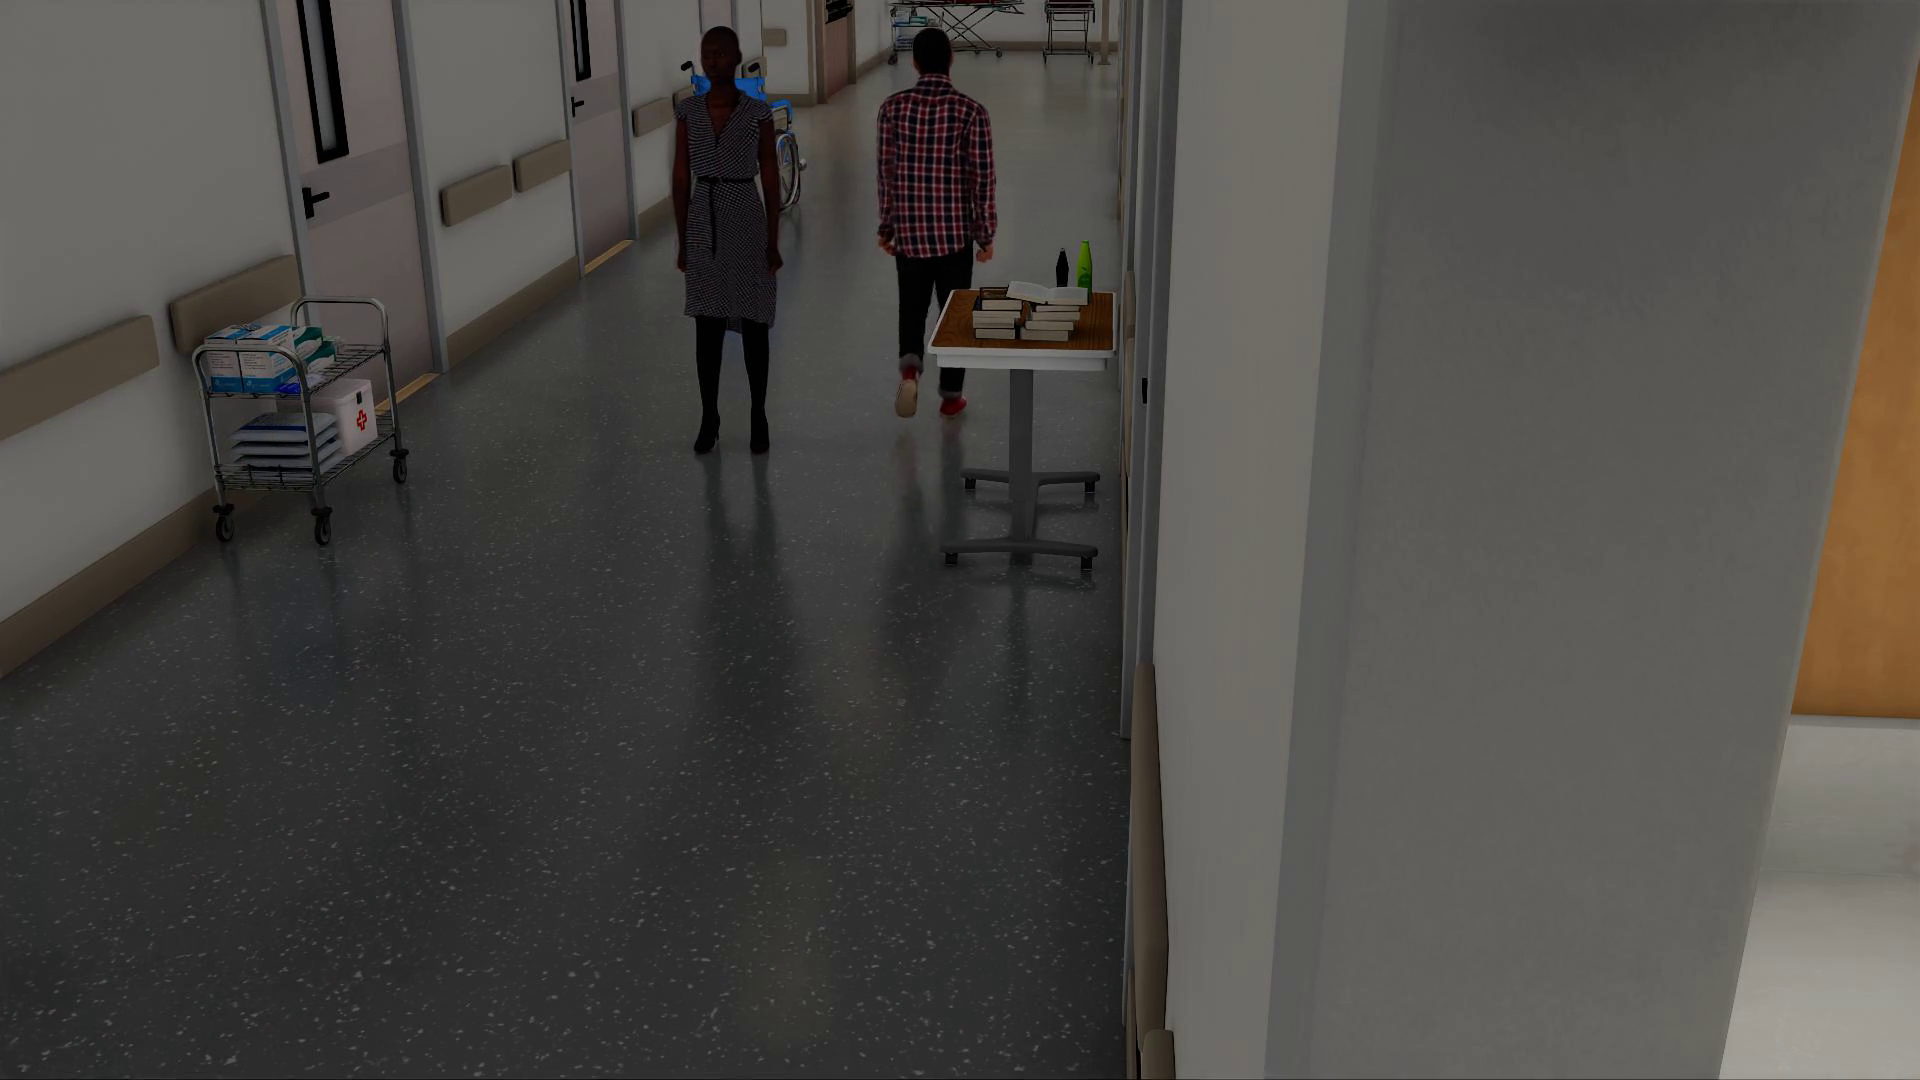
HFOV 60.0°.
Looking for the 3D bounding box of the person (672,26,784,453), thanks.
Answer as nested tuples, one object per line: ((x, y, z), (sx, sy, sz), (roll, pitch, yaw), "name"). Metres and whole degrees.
((-0.979, -1.252, 7.064), (0.600, 1.788, 0.515), (2, 21, 4), "person")

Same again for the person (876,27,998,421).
((-0.138, -1.363, 7.413), (0.730, 1.749, 0.797), (4, 21, 11), "person")
